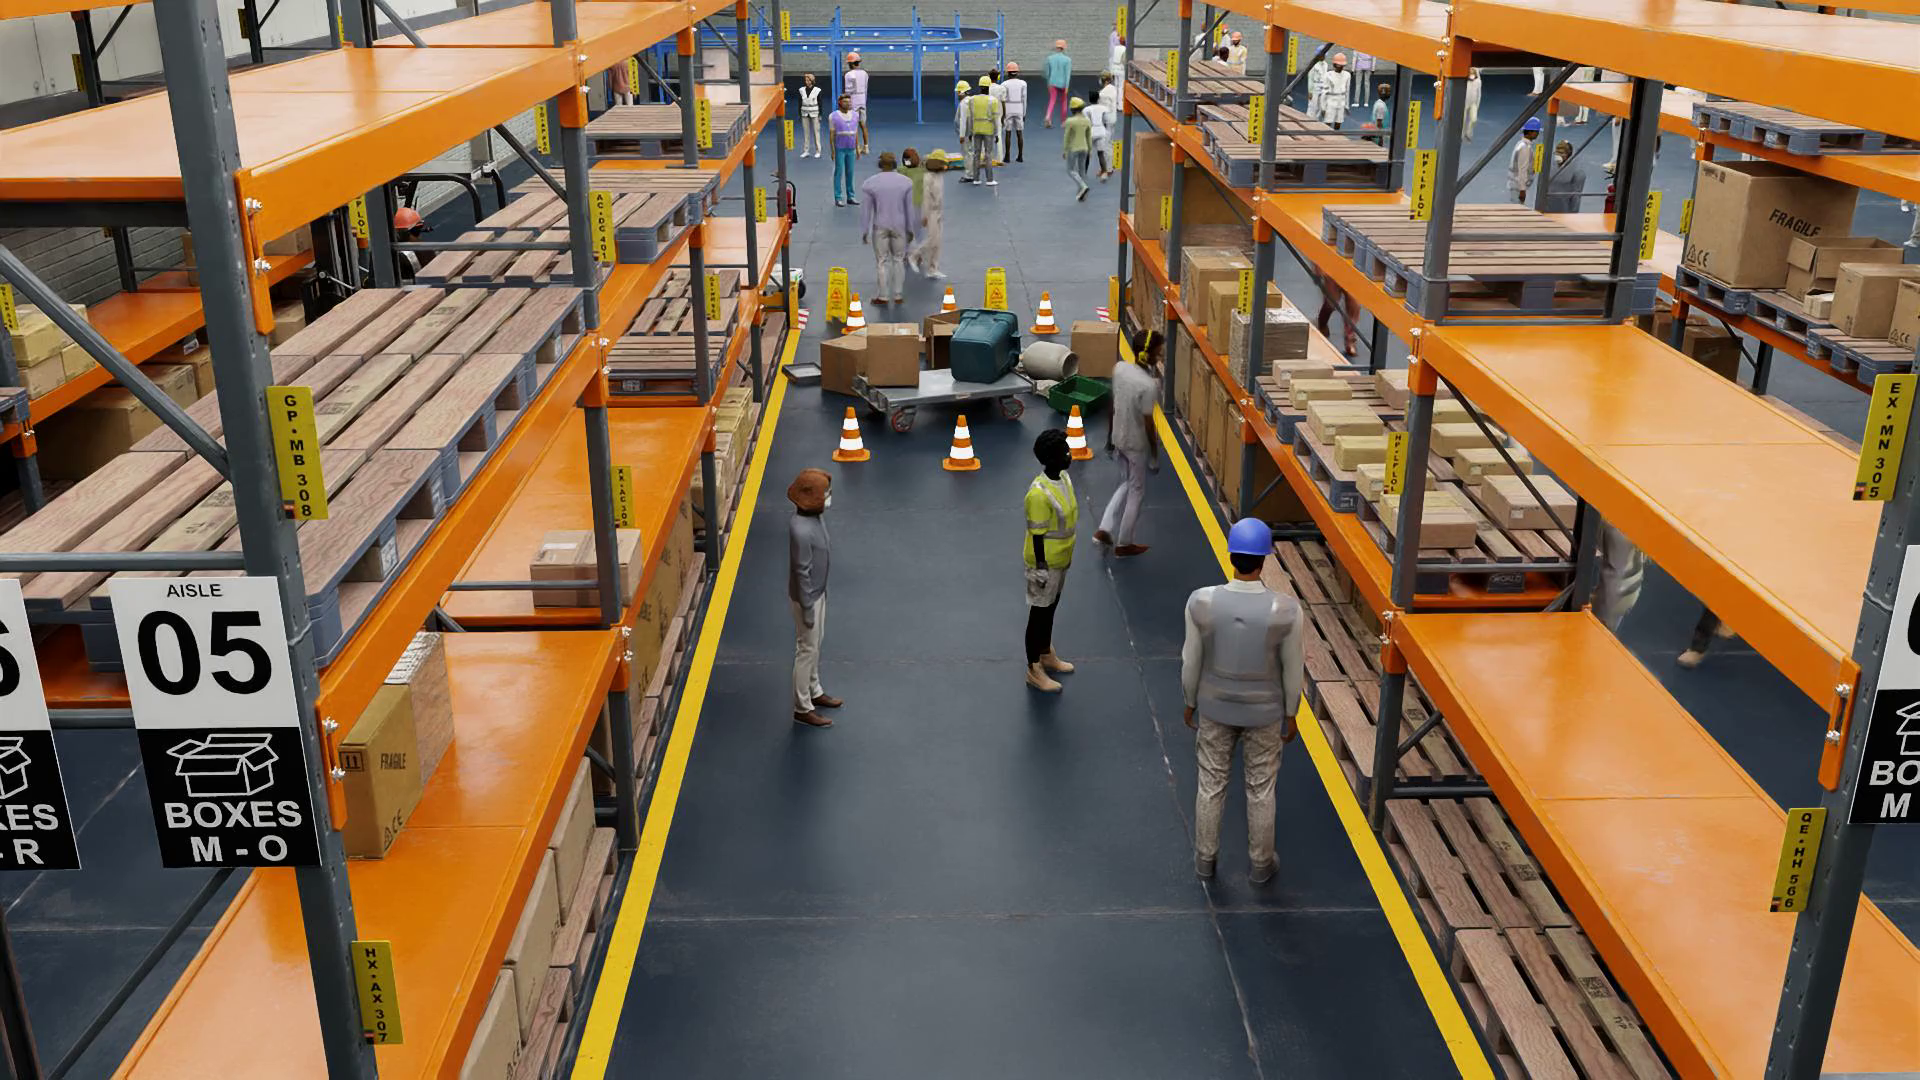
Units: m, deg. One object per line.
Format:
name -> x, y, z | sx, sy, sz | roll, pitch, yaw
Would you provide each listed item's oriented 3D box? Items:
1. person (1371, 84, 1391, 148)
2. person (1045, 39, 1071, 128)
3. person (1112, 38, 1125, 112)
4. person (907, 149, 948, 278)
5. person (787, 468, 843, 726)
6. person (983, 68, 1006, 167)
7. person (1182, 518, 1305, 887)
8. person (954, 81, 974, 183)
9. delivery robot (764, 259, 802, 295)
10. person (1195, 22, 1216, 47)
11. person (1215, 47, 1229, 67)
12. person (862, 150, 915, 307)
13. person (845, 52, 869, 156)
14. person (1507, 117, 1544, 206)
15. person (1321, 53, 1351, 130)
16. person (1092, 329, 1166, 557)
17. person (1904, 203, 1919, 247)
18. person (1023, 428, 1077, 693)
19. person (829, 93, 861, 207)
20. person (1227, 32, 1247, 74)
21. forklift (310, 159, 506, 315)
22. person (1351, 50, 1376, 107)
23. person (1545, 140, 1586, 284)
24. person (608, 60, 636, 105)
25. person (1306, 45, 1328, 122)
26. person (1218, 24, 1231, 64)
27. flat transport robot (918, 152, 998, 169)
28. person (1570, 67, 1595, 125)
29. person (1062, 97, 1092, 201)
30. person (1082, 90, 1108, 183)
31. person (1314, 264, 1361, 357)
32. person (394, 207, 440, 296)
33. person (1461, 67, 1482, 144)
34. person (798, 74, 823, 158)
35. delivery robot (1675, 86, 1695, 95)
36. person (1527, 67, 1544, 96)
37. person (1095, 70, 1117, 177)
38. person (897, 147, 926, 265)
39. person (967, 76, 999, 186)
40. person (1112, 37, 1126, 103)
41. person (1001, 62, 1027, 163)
person -> 7.441, -7.157, 29.542 | 0.349, 1.847, 0.505 | 3, 21, 8
person -> 2.230, -10.437, 38.053 | 0.612, 1.967, 0.915 | 9, 23, 23
person -> 3.954, -11.505, 41.039 | 0.377, 1.841, 0.567 | -8, 22, -21
person -> -0.399, -4.397, 22.413 | 0.482, 1.712, 0.506 | 9, 22, 22
person -> -0.892, 0.338, 10.041 | 0.288, 1.626, 0.508 | 2, 21, 5
person -> 0.643, -8.180, 32.236 | 0.502, 1.861, 0.326 | 2, 21, 5
person -> 1.406, 0.825, 8.315 | 0.602, 1.938, 0.403 | 6, 22, 16
person -> 0.090, -7.437, 30.332 | 0.411, 1.820, 0.607 | 3, 21, 8
delivery robot -> -2.366, -3.316, 21.054 | 0.707, 0.478, 0.477 | 2, 21, 5
person -> 6.683, -13.196, 45.495 | 0.596, 1.848, 0.901 | -1, 21, -4
person -> 5.737, -9.926, 36.784 | 0.410, 1.907, 0.600 | -6, 21, -15
person -> -0.889, -3.886, 20.806 | 0.652, 1.922, 0.413 | -2, 21, -7
person -> -2.125, -8.842, 33.747 | 0.417, 2.034, 0.604 | 15, 26, 35
person -> 8.111, -5.109, 24.007 | 0.418, 1.940, 0.604 | 6, 21, 15
person -> 7.572, -8.752, 33.486 | 0.614, 2.039, 0.395 | -7, 22, -18
person -> 1.297, -0.713, 12.535 | 0.409, 1.836, 0.566 | -11, 23, -27
person -> 14.308, -5.192, 24.505 | 0.486, 1.736, 0.320 | -1, 21, -2
person -> 0.573, 0.115, 10.526 | 0.319, 1.700, 0.532 | 8, 22, 19
person -> -1.942, -6.560, 27.958 | 0.566, 1.849, 0.387 | -15, 25, -34
person -> 6.784, -11.531, 40.997 | 0.542, 1.928, 0.399 | 19, 28, 40
forklift -> -5.622, -2.910, 17.832 | 2.313, 2.155, 1.214 | -1, 21, -1
person -> 10.198, -11.947, 42.091 | 0.593, 1.924, 0.381 | -1, 21, -3
person -> 7.818, -4.238, 21.721 | 0.379, 1.932, 0.622 | -13, 24, -30
person -> -7.394, -9.864, 36.487 | 0.614, 1.996, 0.379 | 0, 21, 0
person -> 7.864, -9.864, 36.554 | 0.615, 1.945, 0.404 | -19, 28, -41
person -> 7.352, -13.527, 46.507 | 0.329, 1.750, 0.572 | -5, 21, -12
flat transport robot -> -0.034, -7.384, 32.334 | 1.431, 0.197, 0.652 | -11, 23, -26
person -> 14.502, -10.481, 38.639 | 0.507, 1.623, 0.286 | -13, 25, -32
person -> 2.033, -6.615, 28.229 | 0.560, 1.751, 0.507 | -13, 24, -30
person -> 2.488, -7.401, 30.460 | 0.534, 1.648, 0.897 | -6, 22, -16
person -> 4.286, -3.041, 18.636 | 0.662, 1.884, 0.773 | -1, 21, -4
person -> -5.275, -2.218, 16.236 | 0.407, 2.035, 0.601 | 6, 22, 16
person -> 10.802, -9.231, 35.350 | 0.522, 1.601, 0.467 | -1, 21, -3
person -> -3.005, -8.525, 33.445 | 0.523, 1.639, 0.306 | 7, 22, 17
delivery robot -> 18.780, -11.537, 42.785 | 0.707, 0.478, 0.477 | 13, 24, 30
person -> 15.511, -12.884, 44.566 | 0.370, 1.932, 0.627 | 14, 25, 32
person -> 2.734, -7.763, 31.017 | 0.362, 1.936, 0.631 | 7, 22, 18
person -> -0.688, -4.670, 23.264 | 0.497, 1.633, 0.287 | 12, 24, 29
person -> 0.428, -7.373, 30.000 | 0.591, 1.926, 0.387 | 9, 22, 22
person -> 3.973, -11.532, 41.068 | 0.360, 1.883, 0.604 | -14, 25, -32
person -> 1.034, -8.413, 32.754 | 0.546, 1.929, 0.382 | -5, 21, -12
